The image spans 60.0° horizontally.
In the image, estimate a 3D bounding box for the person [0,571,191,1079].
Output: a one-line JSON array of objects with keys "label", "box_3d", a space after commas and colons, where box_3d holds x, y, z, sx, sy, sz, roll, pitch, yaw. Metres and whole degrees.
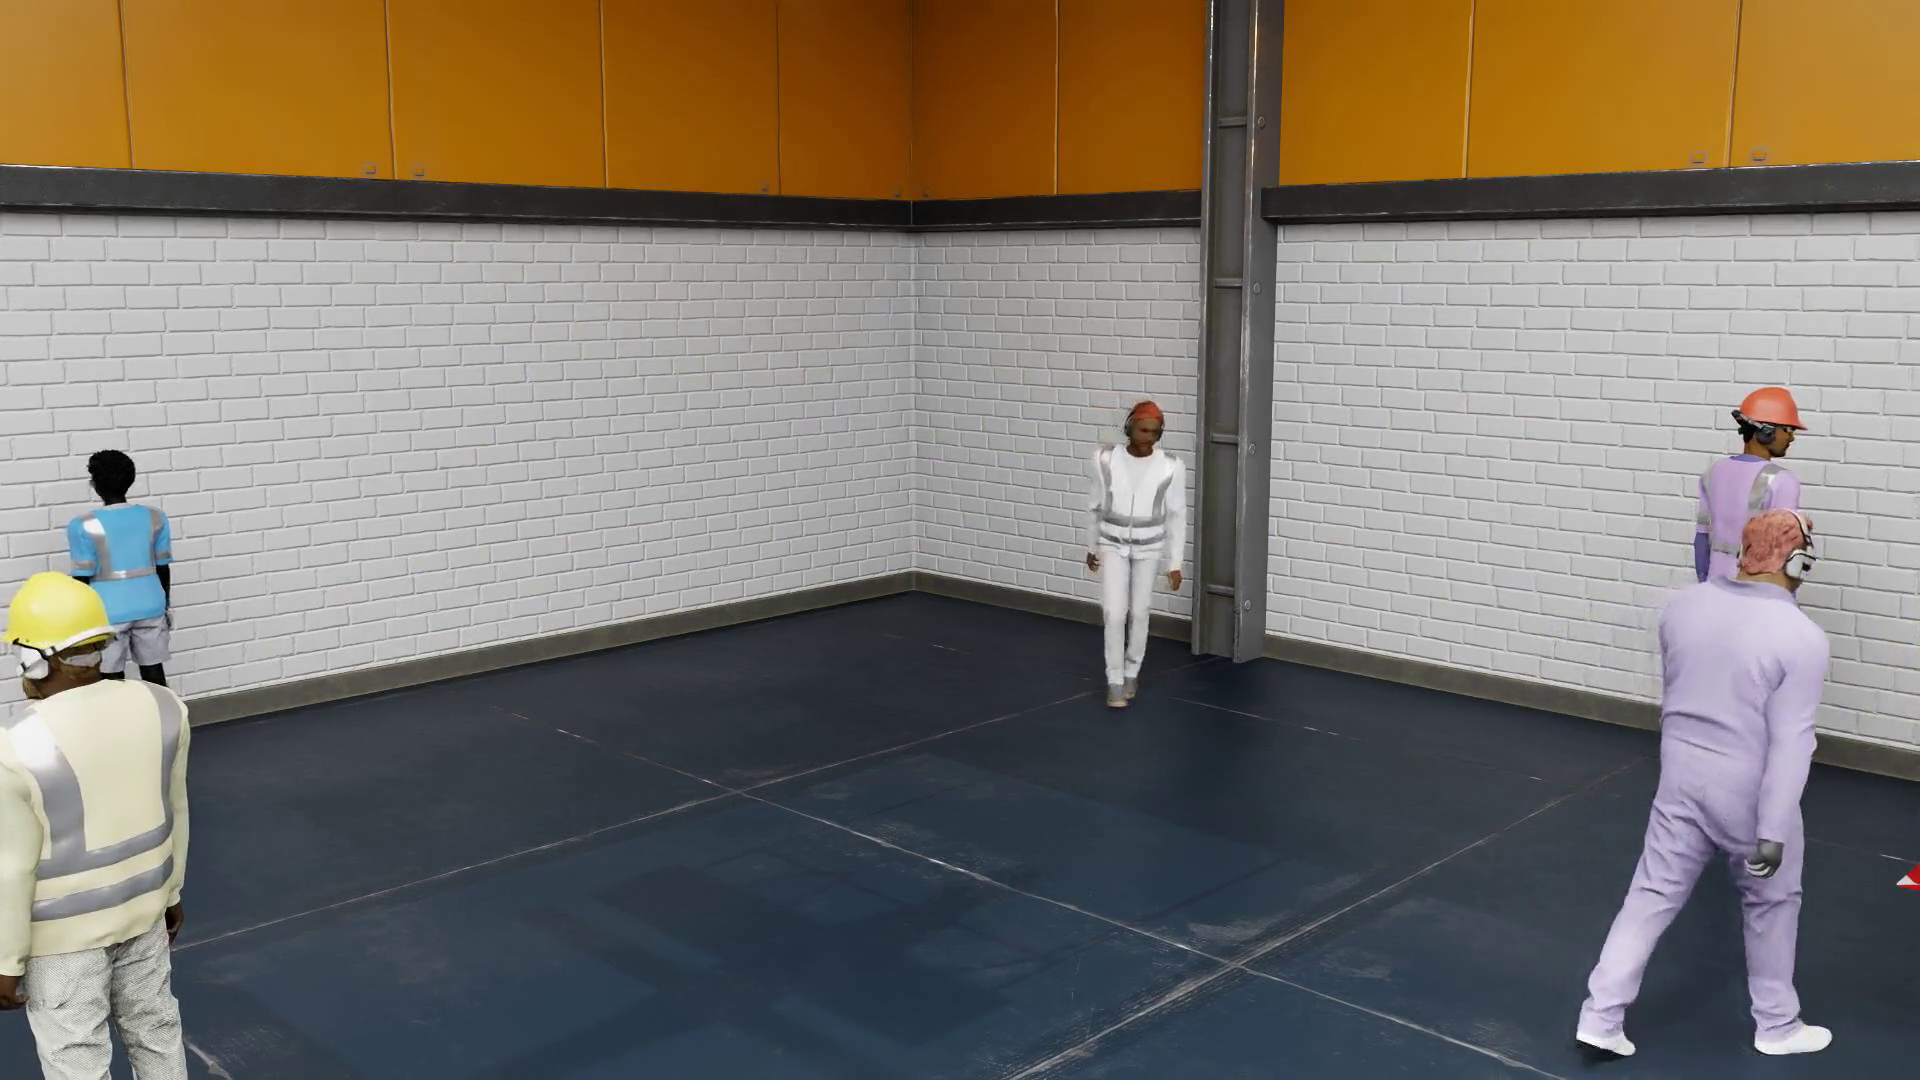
[{"label": "person", "box_3d": [-2.308, 0.986, 4.401, 0.404, 1.835, 0.590, 4, 10, 23]}]

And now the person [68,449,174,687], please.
[{"label": "person", "box_3d": [-4.282, 0.382, 8.505, 0.321, 1.699, 0.582, 6, 11, 33]}]

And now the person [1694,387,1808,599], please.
[{"label": "person", "box_3d": [3.870, 0.272, 8.152, 0.395, 2.039, 0.607, -3, 10, -15]}]

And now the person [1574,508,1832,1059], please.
[{"label": "person", "box_3d": [2.449, 0.816, 5.388, 0.931, 1.859, 0.666, -4, 10, -25]}]

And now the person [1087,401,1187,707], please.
[{"label": "person", "box_3d": [1.045, 0.085, 9.907, 0.600, 1.834, 0.690, 1, 9, 9]}]
